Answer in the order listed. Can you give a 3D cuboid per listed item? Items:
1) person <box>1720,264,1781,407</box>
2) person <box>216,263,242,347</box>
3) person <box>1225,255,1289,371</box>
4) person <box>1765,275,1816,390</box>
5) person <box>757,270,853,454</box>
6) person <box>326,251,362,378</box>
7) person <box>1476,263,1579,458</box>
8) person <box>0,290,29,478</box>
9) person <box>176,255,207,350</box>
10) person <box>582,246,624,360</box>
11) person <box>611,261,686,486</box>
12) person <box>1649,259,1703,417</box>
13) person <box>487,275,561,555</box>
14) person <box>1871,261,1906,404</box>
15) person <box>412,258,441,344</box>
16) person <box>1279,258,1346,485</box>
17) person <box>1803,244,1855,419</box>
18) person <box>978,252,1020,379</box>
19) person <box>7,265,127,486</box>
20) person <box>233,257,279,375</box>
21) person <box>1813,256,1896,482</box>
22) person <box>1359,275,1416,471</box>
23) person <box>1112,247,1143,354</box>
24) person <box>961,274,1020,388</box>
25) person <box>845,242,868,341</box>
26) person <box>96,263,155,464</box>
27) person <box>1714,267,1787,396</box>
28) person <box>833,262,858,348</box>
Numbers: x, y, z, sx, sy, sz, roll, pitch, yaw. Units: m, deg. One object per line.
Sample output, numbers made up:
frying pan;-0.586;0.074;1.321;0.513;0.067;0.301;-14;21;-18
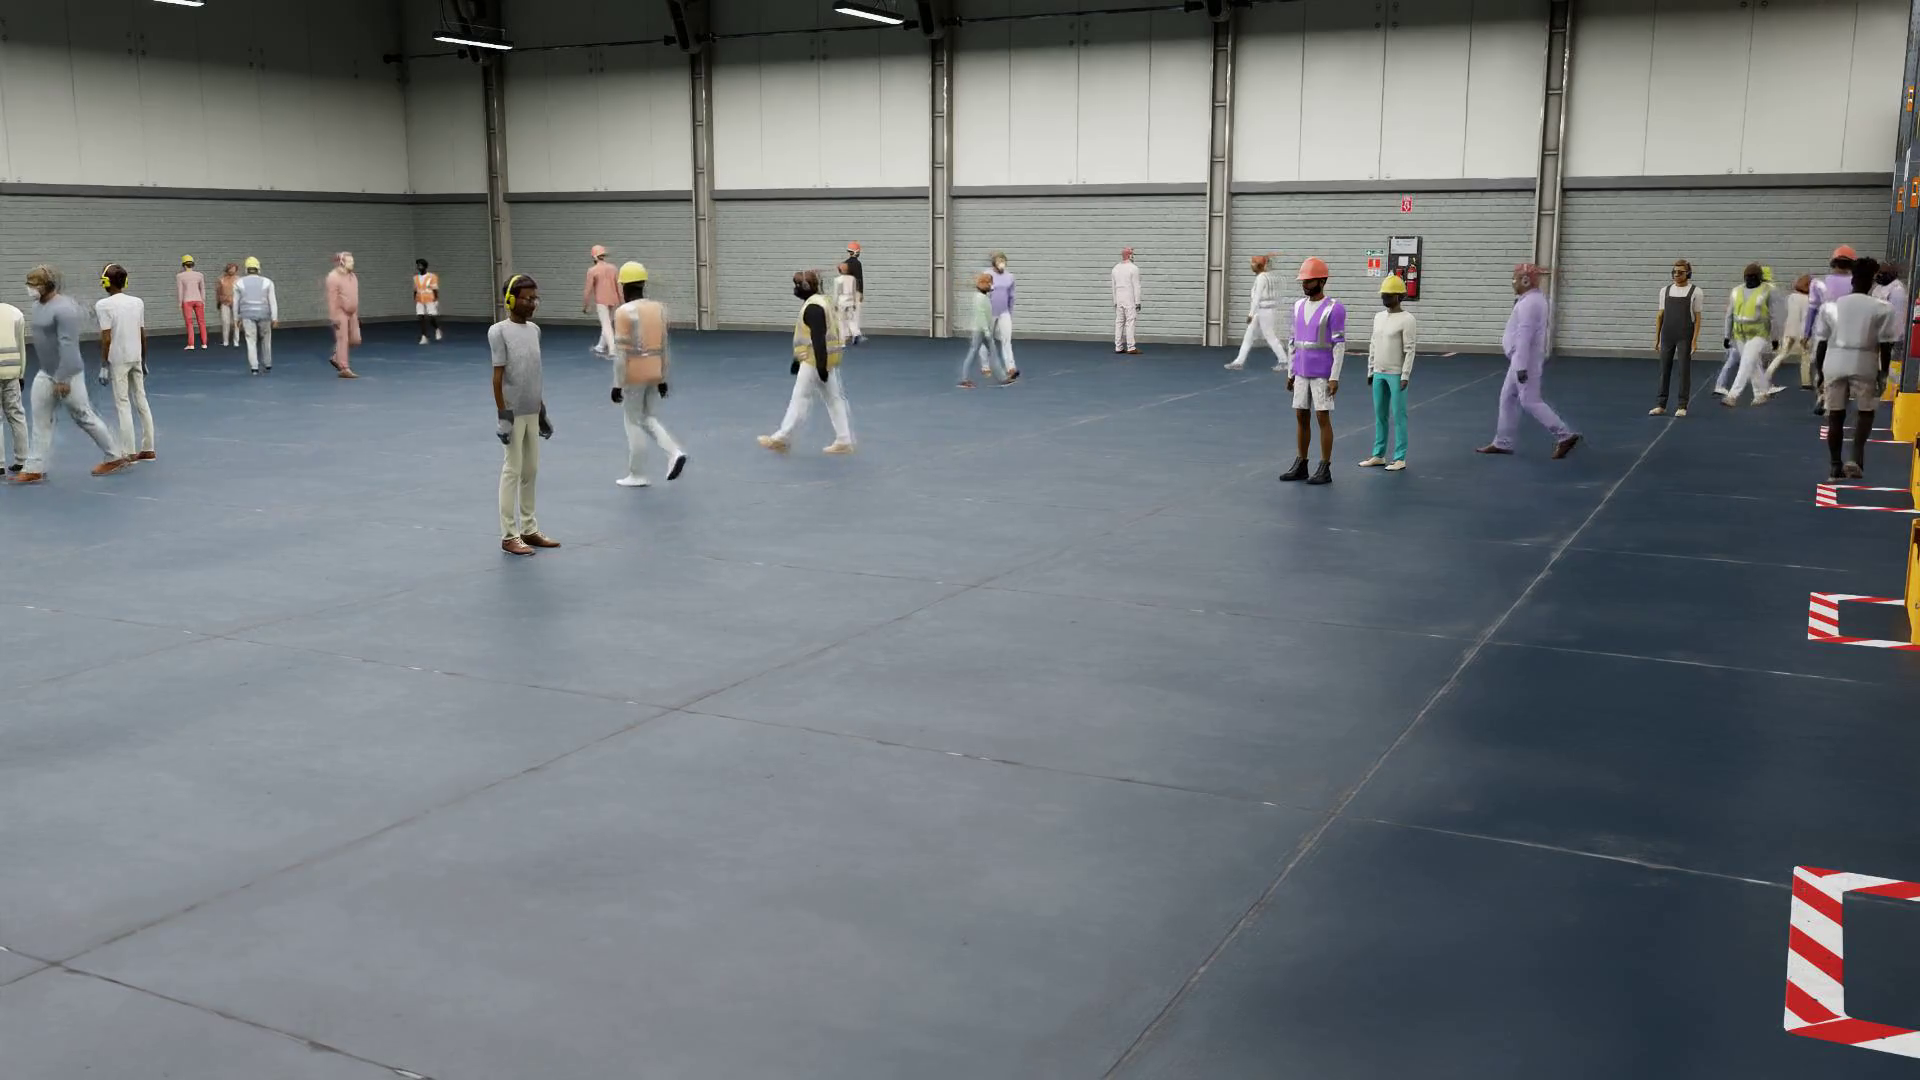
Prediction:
person;9.863;-2.542;20.724;0.959;1.781;0.639;-6;12;-28
person;-13.927;-4.497;31.820;0.531;1.606;0.487;-4;11;-22
person;4.764;-3.576;26.235;1.025;1.829;0.594;1;10;7
person;11.438;-2.839;22.824;0.824;1.595;0.505;-3;11;-13
person;-1.499;-1.719;16.181;0.974;1.787;0.634;1;10;4
person;-9.263;-3.371;24.931;0.510;1.889;0.663;3;11;15
person;5.507;-1.717;15.989;0.898;1.871;0.646;5;11;24
person;-8.511;-1.458;14.647;0.403;1.835;0.586;4;11;22
person;-14.328;-4.423;31.001;0.315;1.770;0.524;9;14;41
person;-6.186;-4.078;28.626;1.012;1.939;0.658;8;13;39
person;-2.666;-1.384;14.032;0.532;1.911;0.594;5;12;27
person;8.439;-2.368;19.582;0.506;1.846;0.345;9;14;41
person;-2.936;-0.841;11.195;0.329;1.869;0.511;4;11;20
person;11.662;-2.588;20.882;0.558;1.810;0.691;2;11;12
person;-10.453;-4.674;32.582;0.548;1.678;0.430;2;11;11
person;3.020;-1.443;14.284;0.370;1.935;0.552;-8;13;-38
person;10.122;-2.398;19.253;0.628;2.024;0.526;4;11;22
person;0.577;-3.310;24.612;0.628;1.873;1.069;-4;11;-21
person;-7.789;-1.443;14.443;0.648;1.891;1.007;7;12;32
person;-10.841;-3.443;25.608;0.635;1.783;0.932;-4;11;-20
person;7.697;-1.461;14.352;0.606;1.951;0.407;7;13;34
person;3.916;-1.520;15.165;0.305;1.771;0.525;-6;12;-29
person;3.025;-4.293;29.908;0.407;1.908;0.641;-9;14;-40
person;0.394;-2.907;23.209;0.869;1.582;0.516;3;11;16
person;-2.139;-5.039;33.729;0.374;1.997;0.613;-7;13;-35
person;-7.838;-1.645;15.565;0.335;1.873;0.521;5;11;24
person;10.495;-2.746;21.988;0.900;1.709;0.541;6;12;28
person;-2.157;-4.442;31.485;0.532;1.623;0.425;-8;13;-38
